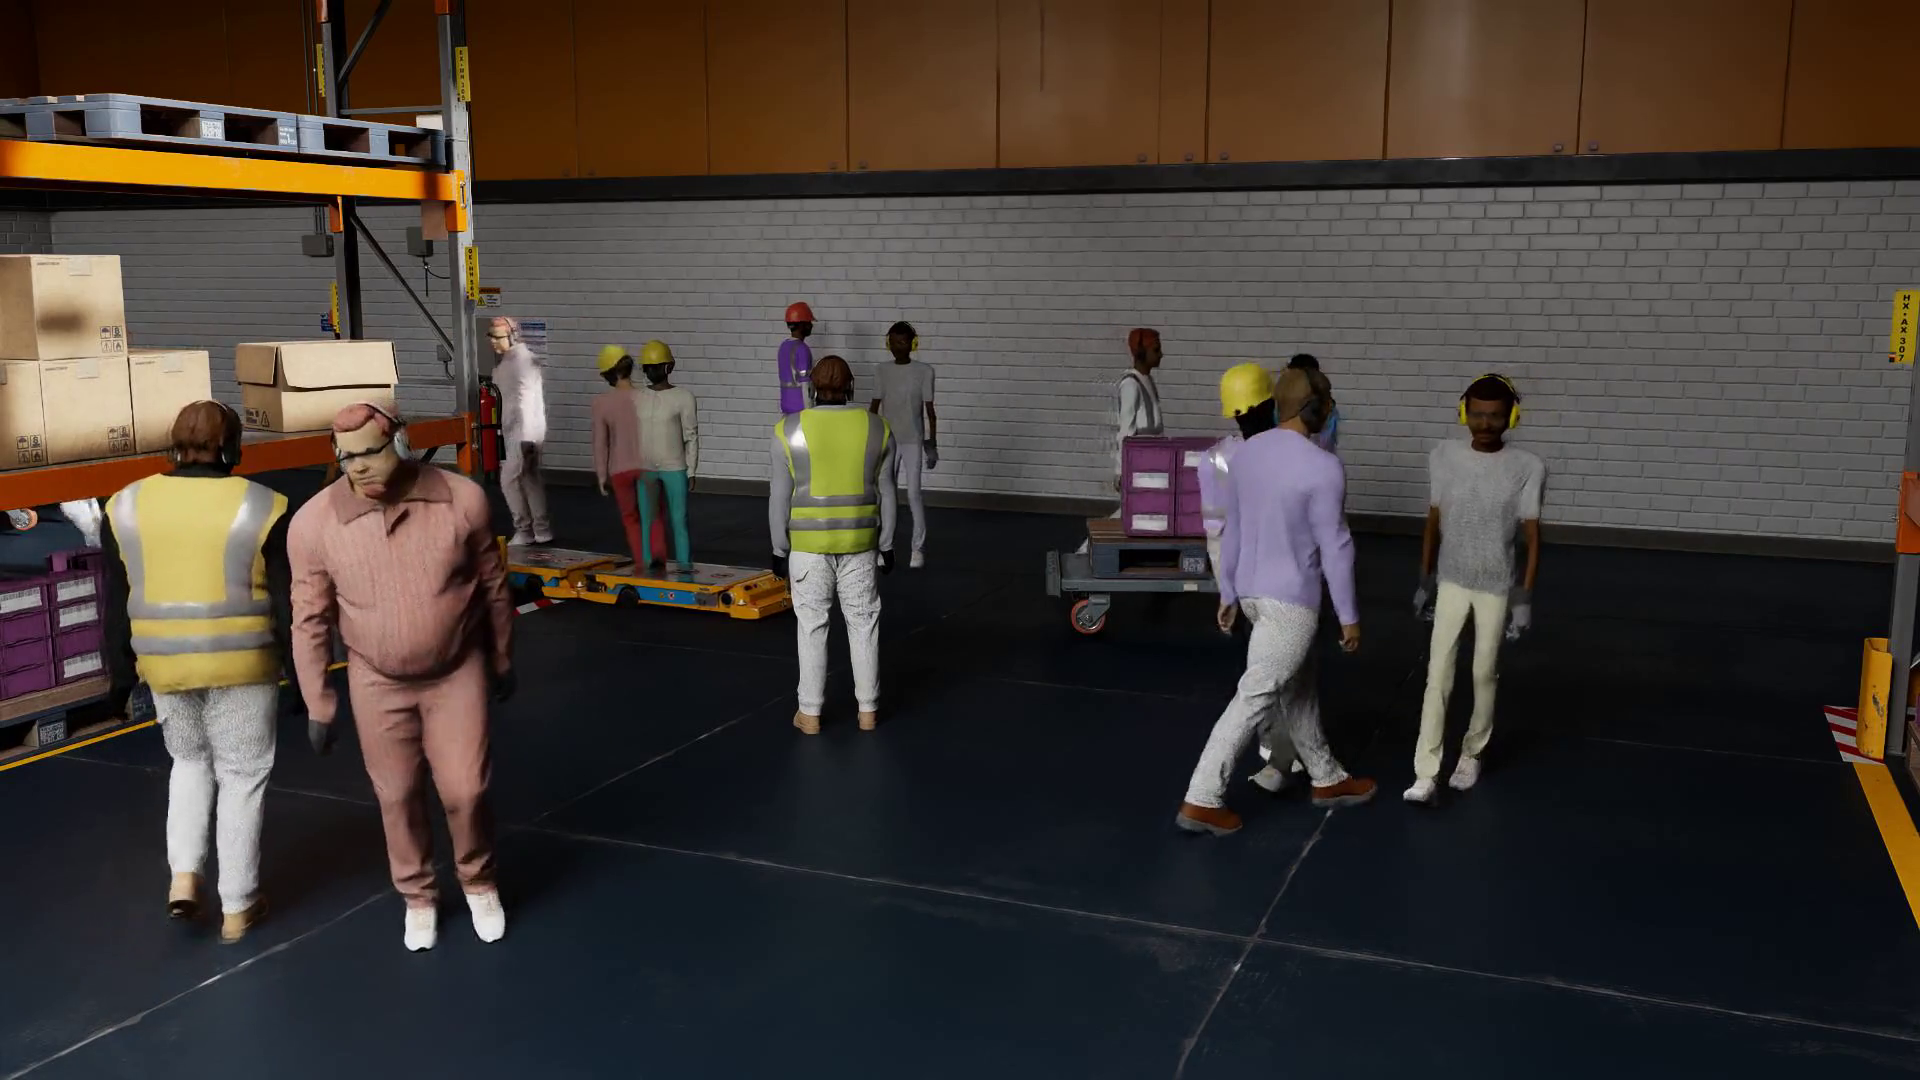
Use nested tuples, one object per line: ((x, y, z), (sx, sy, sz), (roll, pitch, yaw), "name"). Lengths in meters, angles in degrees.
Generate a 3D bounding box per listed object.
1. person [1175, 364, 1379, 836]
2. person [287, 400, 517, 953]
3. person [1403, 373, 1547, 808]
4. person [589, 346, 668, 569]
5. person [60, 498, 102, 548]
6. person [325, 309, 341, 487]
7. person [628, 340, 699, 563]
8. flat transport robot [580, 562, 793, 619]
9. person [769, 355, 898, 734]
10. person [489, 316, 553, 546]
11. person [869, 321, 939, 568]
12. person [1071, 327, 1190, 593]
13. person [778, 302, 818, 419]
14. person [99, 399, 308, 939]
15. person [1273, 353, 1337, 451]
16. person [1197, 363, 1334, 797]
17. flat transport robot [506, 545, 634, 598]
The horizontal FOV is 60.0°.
((1.294, 0.238, 6.688), (1.040, 1.888, 0.646), (-4, 10, -23), "person")
((-1.792, 0.464, 5.404), (0.678, 1.856, 0.564), (-3, 10, -16), "person")
((2.119, 0.229, 6.927), (0.533, 1.814, 0.959), (5, 10, 26), "person")
((-2.233, -0.472, 11.431), (0.578, 1.719, 0.625), (-3, 10, -17), "person")
((-6.341, -0.621, 11.946), (0.422, 1.864, 0.620), (-9, 13, -42), "person")
((-5.306, -1.064, 14.393), (0.349, 1.942, 0.545), (7, 12, 36), "person")
((-2.046, -0.478, 11.373), (0.533, 1.768, 0.311), (2, 10, 12), "person")
((-1.765, 0.313, 11.097), (1.431, 0.197, 0.652), (5, 10, 26), "flat transport robot")
((-0.617, 0.024, 8.097), (0.634, 1.842, 0.429), (-2, 10, -13), "person")
((-3.499, -0.834, 13.215), (0.647, 1.870, 0.731), (-6, 11, -34), "person")
((-0.455, -0.717, 12.549), (0.558, 1.858, 0.338), (3, 10, 19), "person")
((1.195, -0.559, 11.609), (0.899, 1.853, 0.582), (3, 10, 16), "person")
((-1.458, -1.201, 15.217), (0.354, 1.942, 0.545), (-5, 11, -30), "person")
((-2.512, 0.440, 5.623), (0.658, 1.825, 0.455), (-1, 9, -3), "person")
((2.364, -0.450, 11.496), (0.532, 1.670, 0.739), (-2, 10, -13), "person")
((1.349, 0.168, 7.181), (0.649, 1.855, 0.850), (2, 10, 14), "person")
((-3.030, 0.204, 11.757), (1.431, 0.197, 0.652), (5, 11, 29), "flat transport robot")
